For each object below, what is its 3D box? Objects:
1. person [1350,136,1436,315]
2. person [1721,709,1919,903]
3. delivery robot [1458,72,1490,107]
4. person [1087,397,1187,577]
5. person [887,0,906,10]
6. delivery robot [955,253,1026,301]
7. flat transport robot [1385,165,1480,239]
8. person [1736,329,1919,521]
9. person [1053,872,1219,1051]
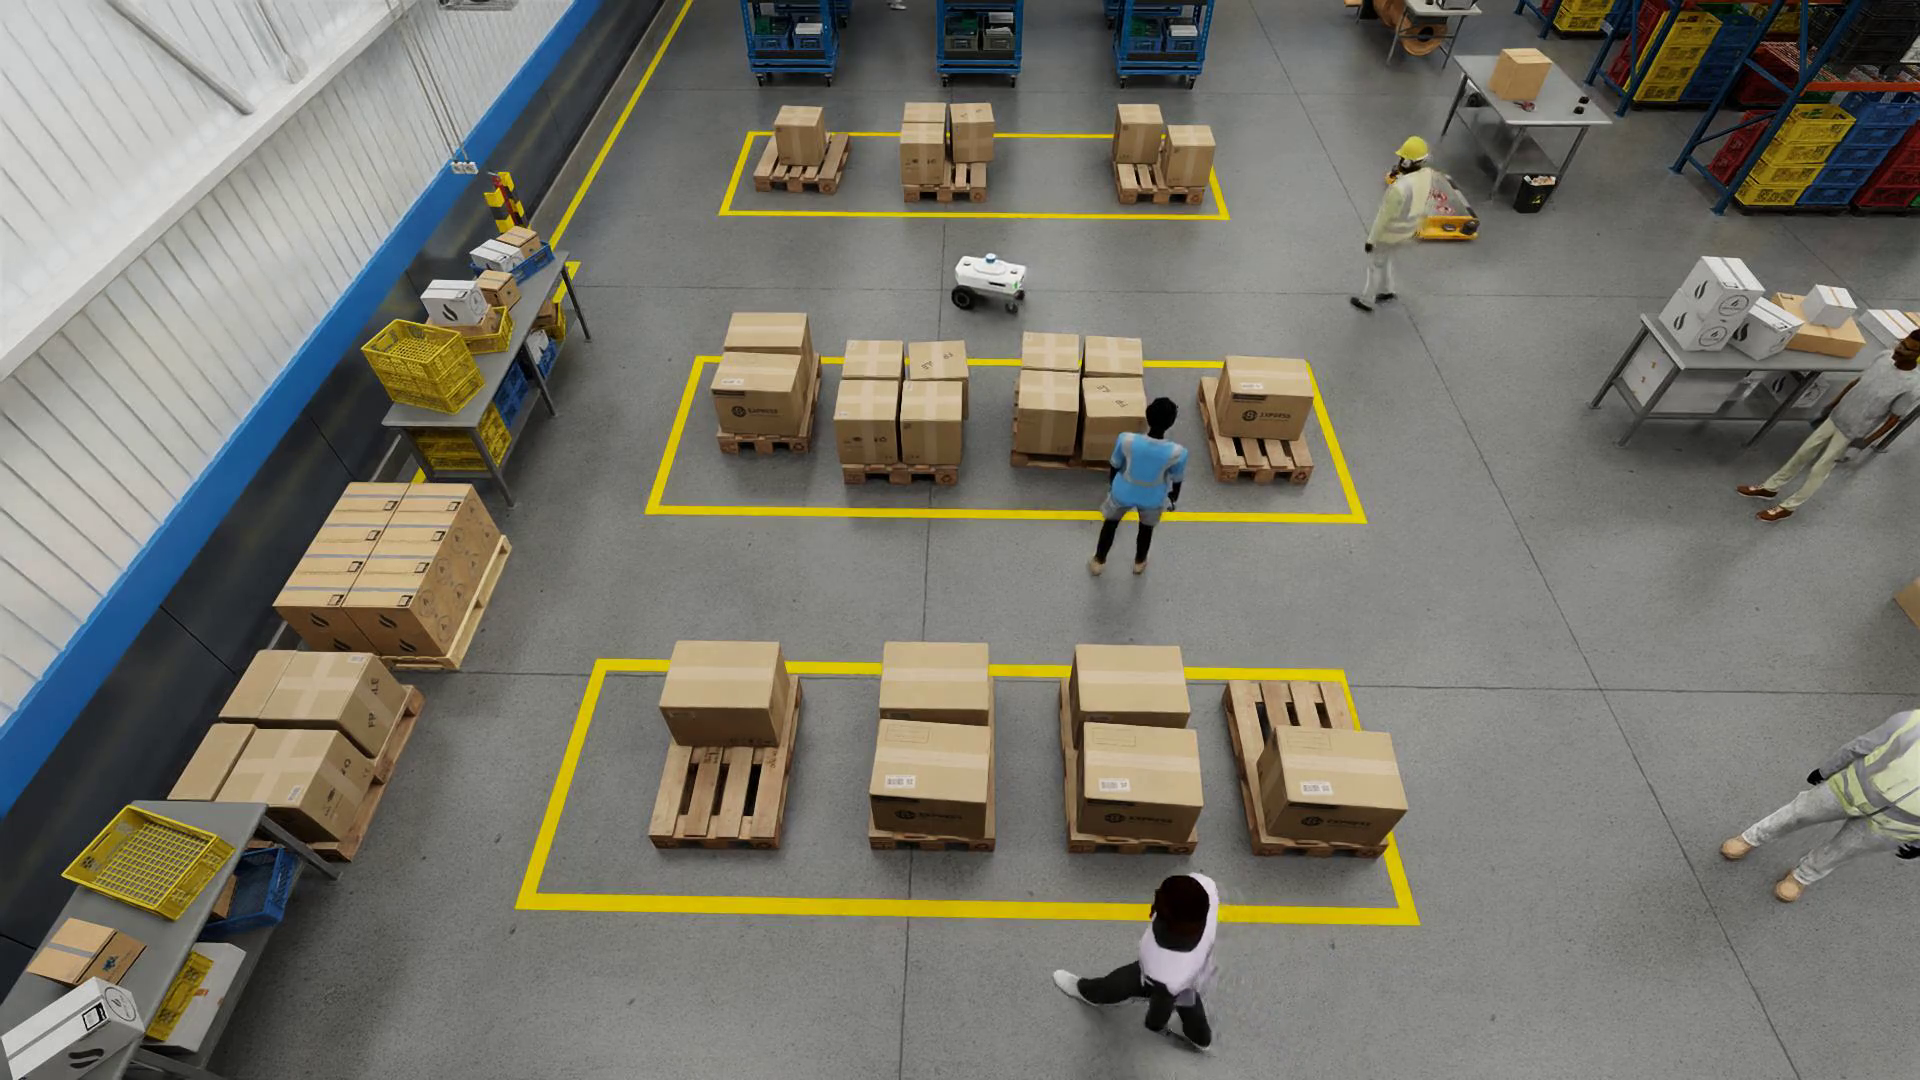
[{"bbox_3d":[4.342,-3.133,9.218,0.653,1.806,0.462,-26,54,-21],"label":"person"},{"bbox_3d":[5.176,1.503,5.183,0.429,1.844,0.623,-26,54,-21],"label":"person"},{"bbox_3d":[7.331,-6.406,12.814,0.477,0.478,0.707,-8,50,-7],"label":"delivery robot"},{"bbox_3d":[1.330,-0.329,6.872,0.637,1.679,0.450,10,50,8],"label":"person"},{"bbox_3d":[-1.093,-9.570,14.899,0.310,1.639,0.514,-10,50,-9],"label":"person"},{"bbox_3d":[0.324,-2.785,9.674,0.707,0.478,0.477,14,51,13],"label":"delivery robot"},{"bbox_3d":[5.692,-4.094,11.059,0.652,0.197,1.431,1,49,1],"label":"flat transport robot"},{"bbox_3d":[6.966,-0.881,7.228,0.333,1.872,0.515,2,49,2],"label":"person"},{"bbox_3d":[1.027,2.128,4.631,0.935,1.878,0.601,25,54,20],"label":"person"}]
